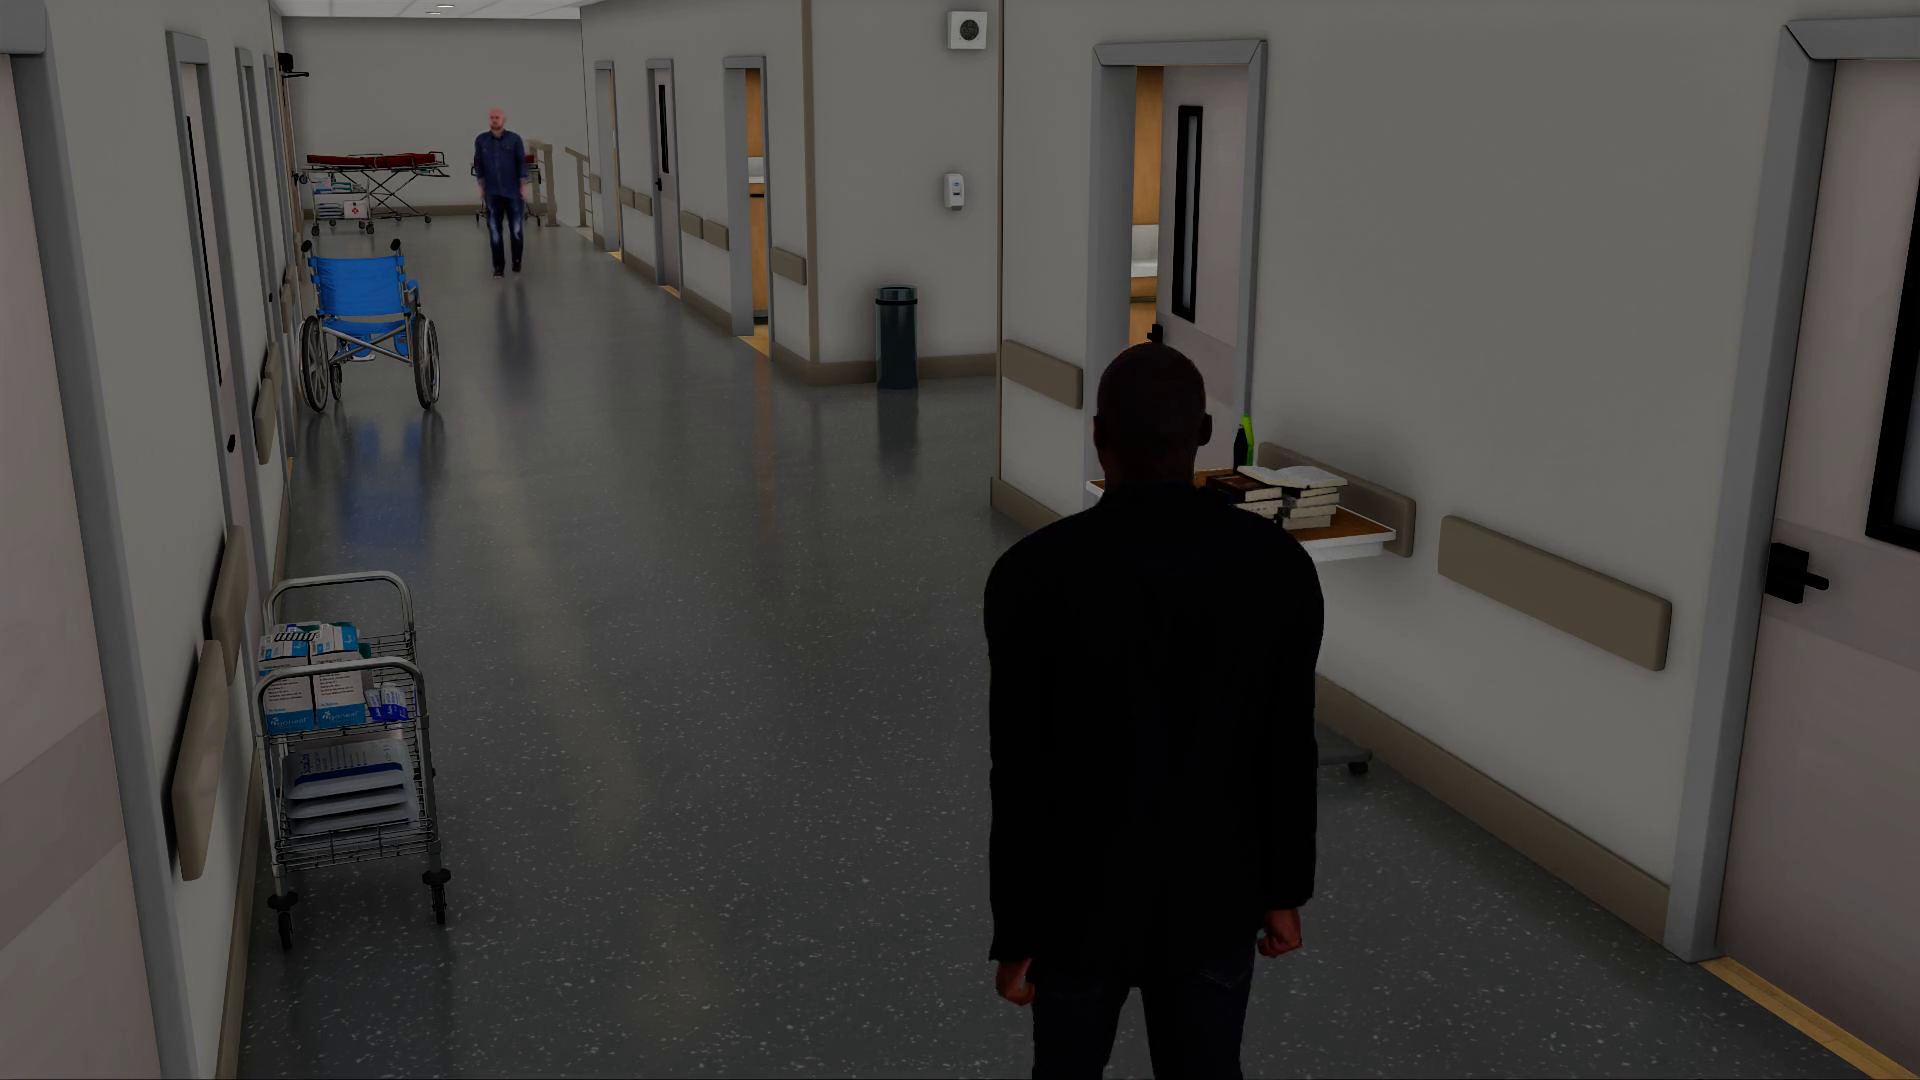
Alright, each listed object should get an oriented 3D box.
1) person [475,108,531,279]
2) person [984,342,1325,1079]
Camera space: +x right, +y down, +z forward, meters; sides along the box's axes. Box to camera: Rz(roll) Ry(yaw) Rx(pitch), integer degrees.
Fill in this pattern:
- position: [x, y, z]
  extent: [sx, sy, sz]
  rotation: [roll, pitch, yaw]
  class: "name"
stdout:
- position: [-4.940, -3.737, 18.067]
  extent: [0.886, 1.777, 1.218]
  rotation: [-2, 16, -7]
  class: "person"
- position: [0.303, 0.625, 2.577]
  extent: [0.889, 1.788, 1.230]
  rotation: [-2, 16, -6]
  class: "person"
